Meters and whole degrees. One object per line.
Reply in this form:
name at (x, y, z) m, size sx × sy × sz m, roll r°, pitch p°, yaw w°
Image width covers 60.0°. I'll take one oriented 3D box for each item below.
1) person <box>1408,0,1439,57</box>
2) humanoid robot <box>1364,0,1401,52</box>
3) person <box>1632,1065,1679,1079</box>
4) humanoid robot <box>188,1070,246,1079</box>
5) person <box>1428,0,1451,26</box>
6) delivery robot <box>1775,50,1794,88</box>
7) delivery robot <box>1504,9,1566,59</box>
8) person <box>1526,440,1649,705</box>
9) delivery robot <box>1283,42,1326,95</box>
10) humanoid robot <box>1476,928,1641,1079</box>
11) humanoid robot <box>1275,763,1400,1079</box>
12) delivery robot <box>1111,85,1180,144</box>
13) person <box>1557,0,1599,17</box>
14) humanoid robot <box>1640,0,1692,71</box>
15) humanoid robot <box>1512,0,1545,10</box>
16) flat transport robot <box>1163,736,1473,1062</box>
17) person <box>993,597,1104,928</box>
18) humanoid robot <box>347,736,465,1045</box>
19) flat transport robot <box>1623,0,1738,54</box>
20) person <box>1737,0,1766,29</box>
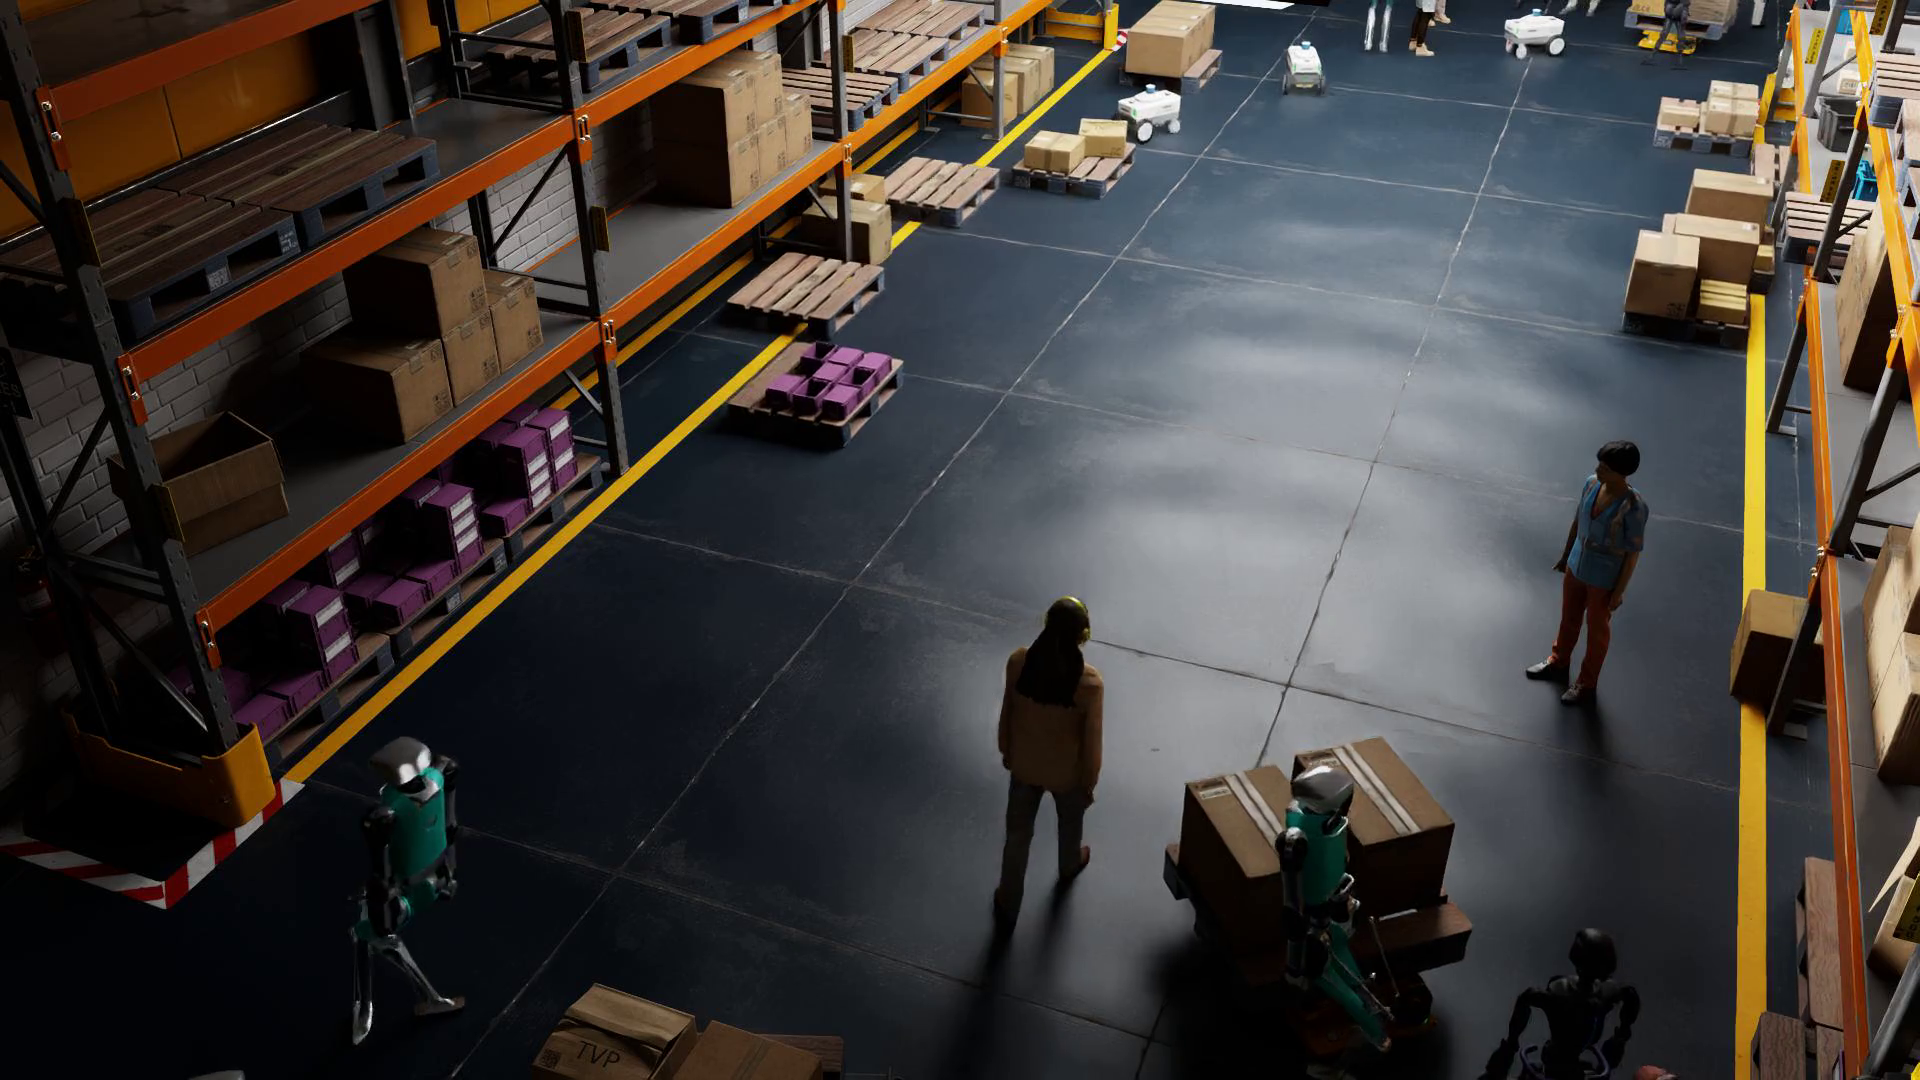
person at (5.979, -7.030, 21.165) m, size 0.322 × 1.687 × 0.545 m, roll -2°, pitch 33°, yaw -3°
humanoid robot at (5.453, -7.119, 21.249) m, size 0.534 × 1.782 × 0.755 m, roll 6°, pitch 33°, yaw 9°
person at (2.336, 2.640, 6.052) m, size 0.825 × 1.867 × 0.704 m, roll 18°, pitch 37°, yaw 26°
humanoid robot at (-2.712, 2.513, 6.412) m, size 0.538 × 1.779 × 1.033 m, roll -14°, pitch 35°, yaw -20°
person at (6.510, -7.830, 22.319) m, size 0.462 × 1.778 × 0.305 m, roll -17°, pitch 37°, yaw -25°
delivery robot at (10.380, -5.788, 20.264) m, size 0.750 × 0.570 × 0.499 m, roll 1°, pitch 33°, yaw 1°
delivery robot at (7.404, -6.545, 21.440) m, size 0.747 × 0.576 × 0.503 m, roll -8°, pitch 34°, yaw -12°
person at (3.786, 0.184, 9.929) m, size 0.306 × 1.763 × 0.502 m, roll -14°, pitch 35°, yaw -21°
delivery robot at (4.175, -5.724, 20.199) m, size 0.499 × 0.608 × 0.790 m, roll 2°, pitch 33°, yaw 3°
humanoid robot at (2.428, 2.222, 6.852) m, size 0.595 × 1.657 × 0.327 m, roll -4°, pitch 33°, yaw -6°
humanoid robot at (1.742, 1.863, 7.404) m, size 0.768 × 1.824 × 0.530 m, roll 22°, pitch 39°, yaw 31°
delivery robot at (2.123, -4.835, 18.818) m, size 0.798 × 0.601 × 0.499 m, roll -20°, pitch 38°, yaw -27°
person at (8.583, -8.038, 22.552) m, size 0.727 × 1.869 × 0.577 m, roll -24°, pitch 40°, yaw -32°
humanoid robot at (8.968, -6.702, 20.692) m, size 0.596 × 1.639 × 0.604 m, roll 2°, pitch 33°, yaw 3°
humanoid robot at (8.026, -8.181, 22.984) m, size 0.602 × 1.663 × 0.586 m, roll 19°, pitch 37°, yaw 26°
flat transport robot at (1.775, 1.998, 8.500) m, size 0.659 × 0.231 × 1.431 m, roll -10°, pitch 34°, yaw -15°
person at (0.446, 1.129, 8.428) m, size 0.568 × 1.830 × 0.720 m, roll 12°, pitch 35°, yaw 17°
humanoid robot at (-2.714, 1.599, 7.755) m, size 0.883 × 1.768 × 0.590 m, roll 15°, pitch 36°, yaw 22°
flat transport robot at (9.499, -6.722, 21.995) m, size 0.659 × 0.231 × 1.431 m, roll 19°, pitch 37°, yaw 27°
person at (10.555, -7.614, 22.088) m, size 0.739 × 1.666 × 0.438 m, roll -13°, pitch 35°, yaw -19°
